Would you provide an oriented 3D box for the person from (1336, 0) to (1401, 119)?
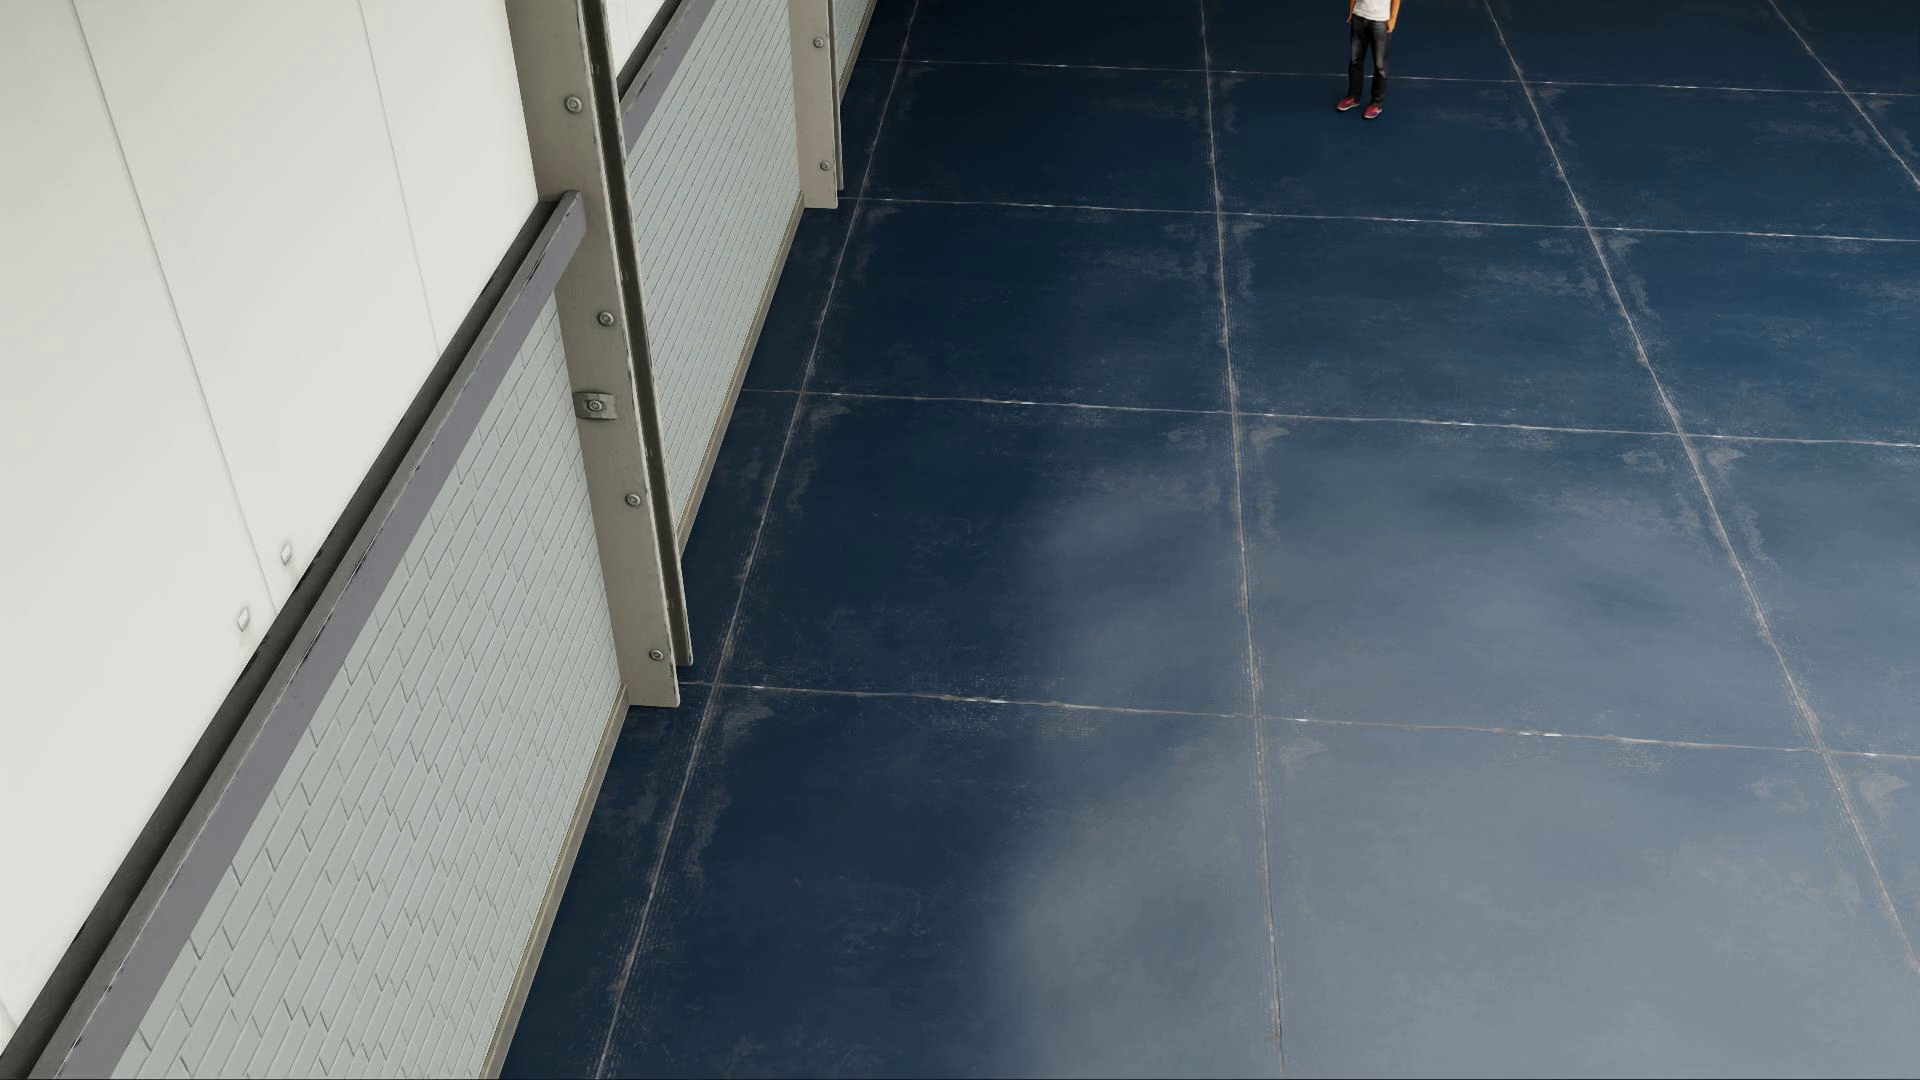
[{"bbox_3d":[3.710,-4.688,14.846,0.701,1.800,0.709,25,44,28],"label":"person"}]
